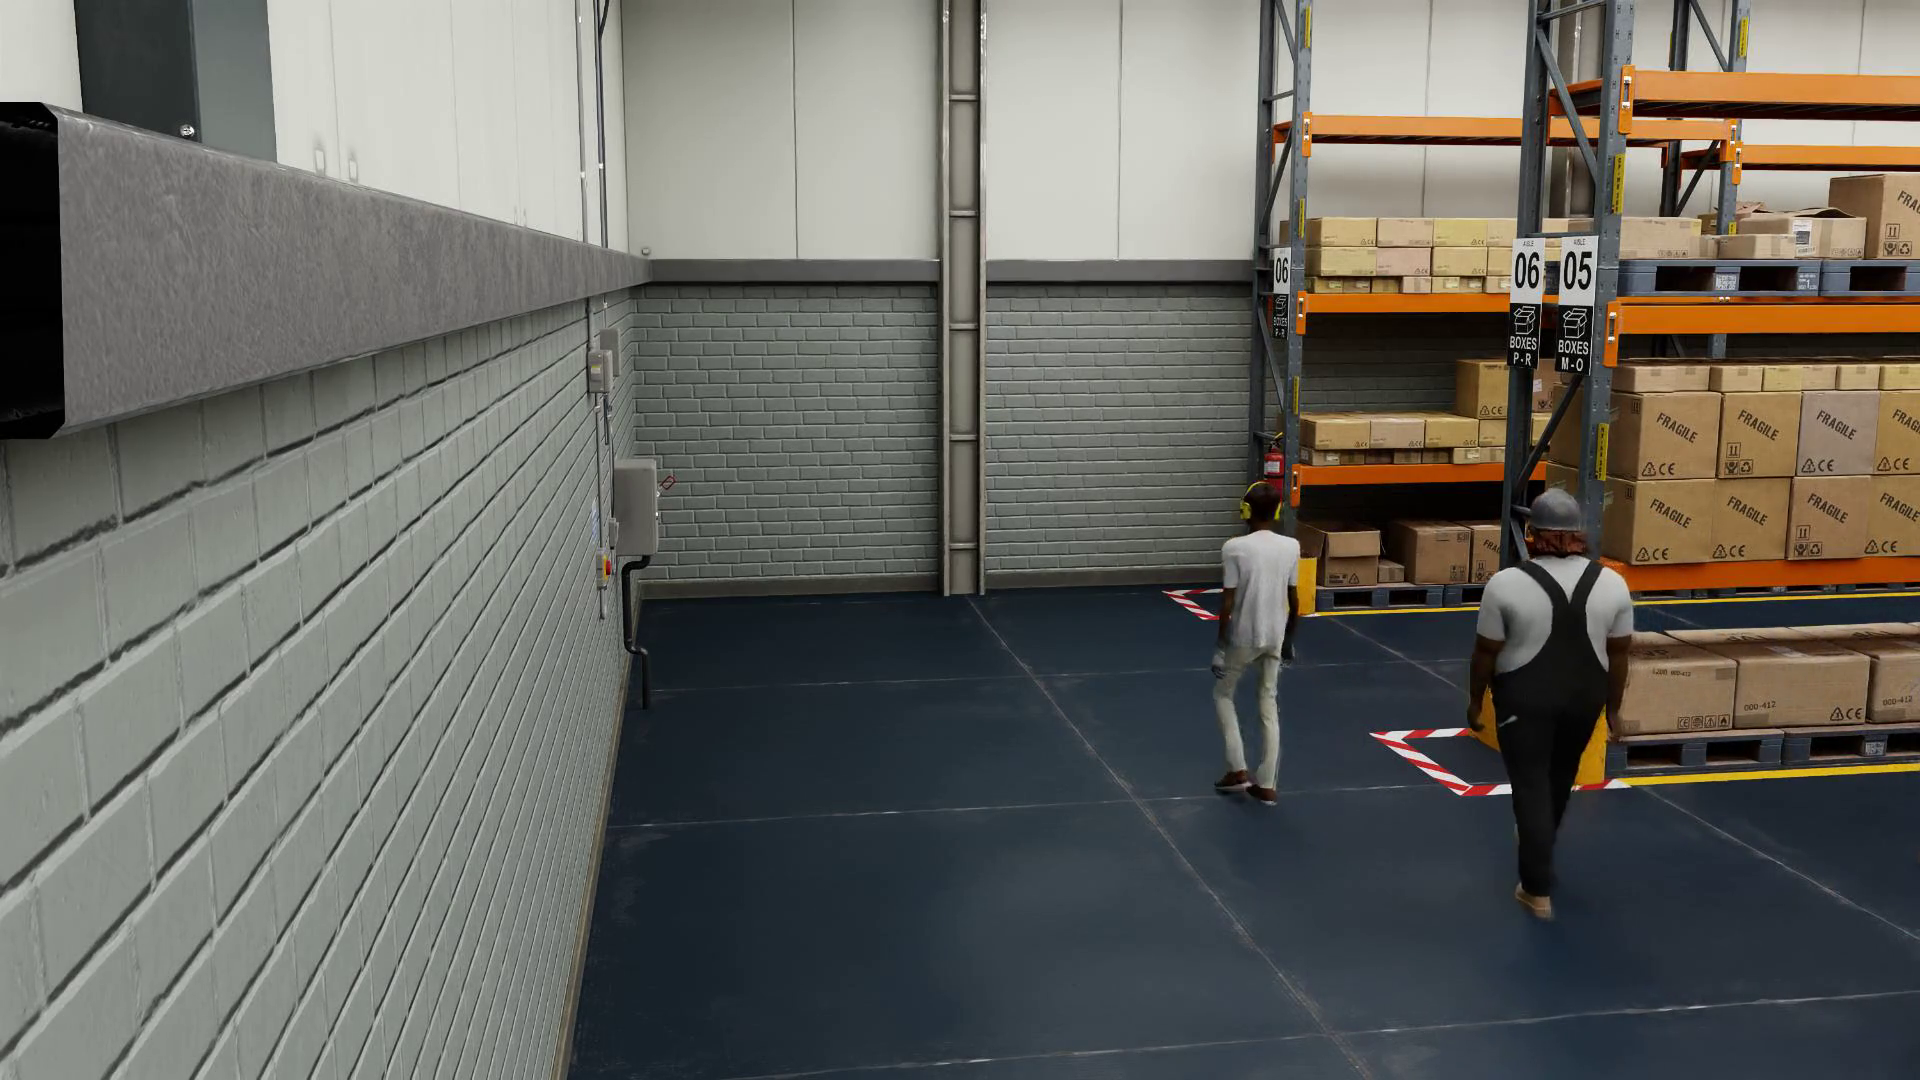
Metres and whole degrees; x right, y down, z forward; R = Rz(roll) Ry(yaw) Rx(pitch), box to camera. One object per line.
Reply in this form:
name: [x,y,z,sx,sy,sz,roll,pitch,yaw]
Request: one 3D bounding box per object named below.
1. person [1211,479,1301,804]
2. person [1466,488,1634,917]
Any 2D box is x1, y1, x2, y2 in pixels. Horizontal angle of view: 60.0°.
person: [1.653,0.576,9.531,0.572,1.849,0.523,-3,10,-18]
person: [2.795,0.715,8.087,0.702,2.000,0.957,0,9,-2]
